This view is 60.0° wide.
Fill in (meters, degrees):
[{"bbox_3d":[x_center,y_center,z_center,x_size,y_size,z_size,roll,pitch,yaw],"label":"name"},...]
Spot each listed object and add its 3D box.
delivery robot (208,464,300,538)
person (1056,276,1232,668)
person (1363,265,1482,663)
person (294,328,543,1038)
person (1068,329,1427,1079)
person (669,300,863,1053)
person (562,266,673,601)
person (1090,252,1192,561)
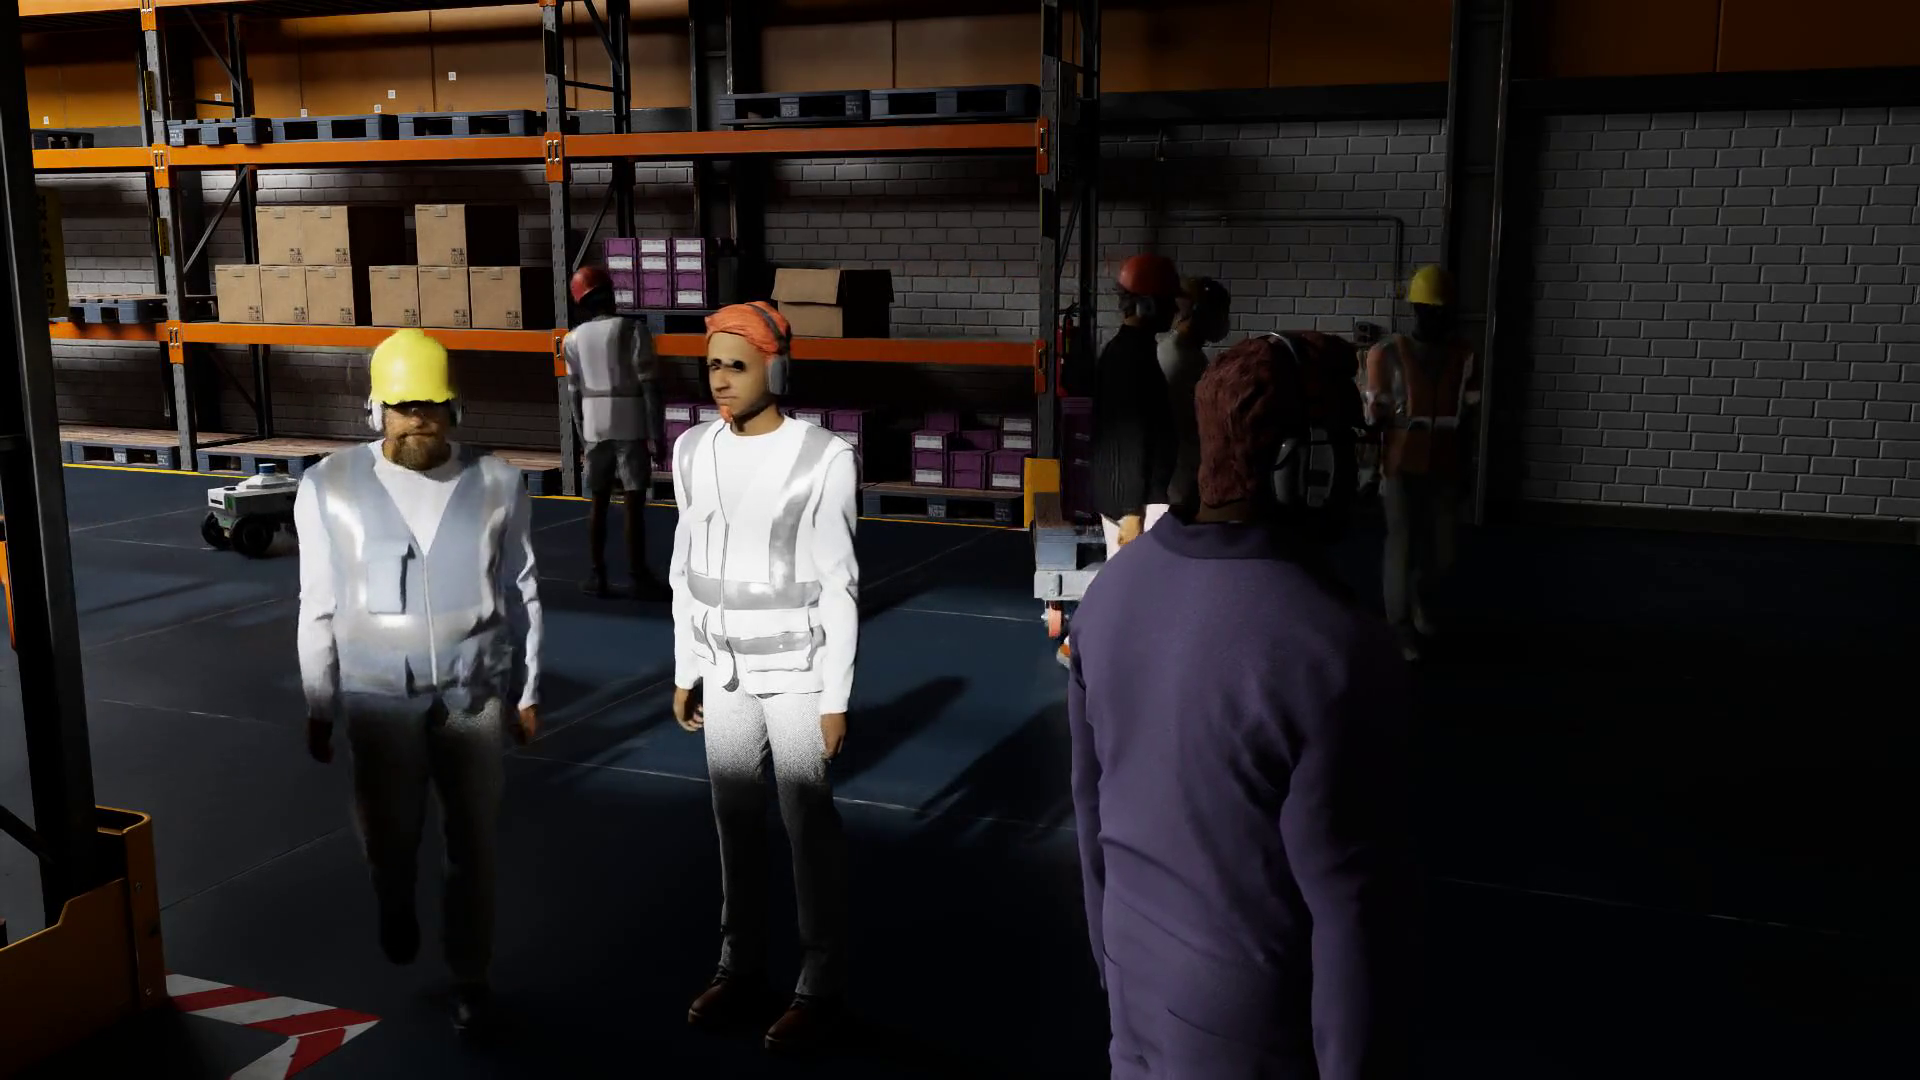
[{"bbox_3d":[-4.559,-0.262,10.995,0.477,0.478,0.707,9,14,42],"label":"delivery robot"},{"bbox_3d":[0.885,-0.233,7.437,0.986,1.887,0.652,4,11,22],"label":"person"},{"bbox_3d":[2.229,-0.367,8.072,0.601,1.915,0.478,-1,10,-8],"label":"person"},{"bbox_3d":[-1.379,0.354,4.296,0.604,1.810,0.513,-5,11,-24],"label":"person"},{"bbox_3d":[0.414,0.666,2.324,0.399,1.907,0.644,-5,11,-26],"label":"person"},{"bbox_3d":[-0.496,0.342,4.210,0.577,1.880,0.351,6,12,32],"label":"person"},{"bbox_3d":[-1.892,-0.593,9.427,0.706,1.891,0.375,3,11,18],"label":"person"},{"bbox_3d":[0.831,-0.183,6.855,0.615,1.974,0.628,-1,10,-7],"label":"person"}]
